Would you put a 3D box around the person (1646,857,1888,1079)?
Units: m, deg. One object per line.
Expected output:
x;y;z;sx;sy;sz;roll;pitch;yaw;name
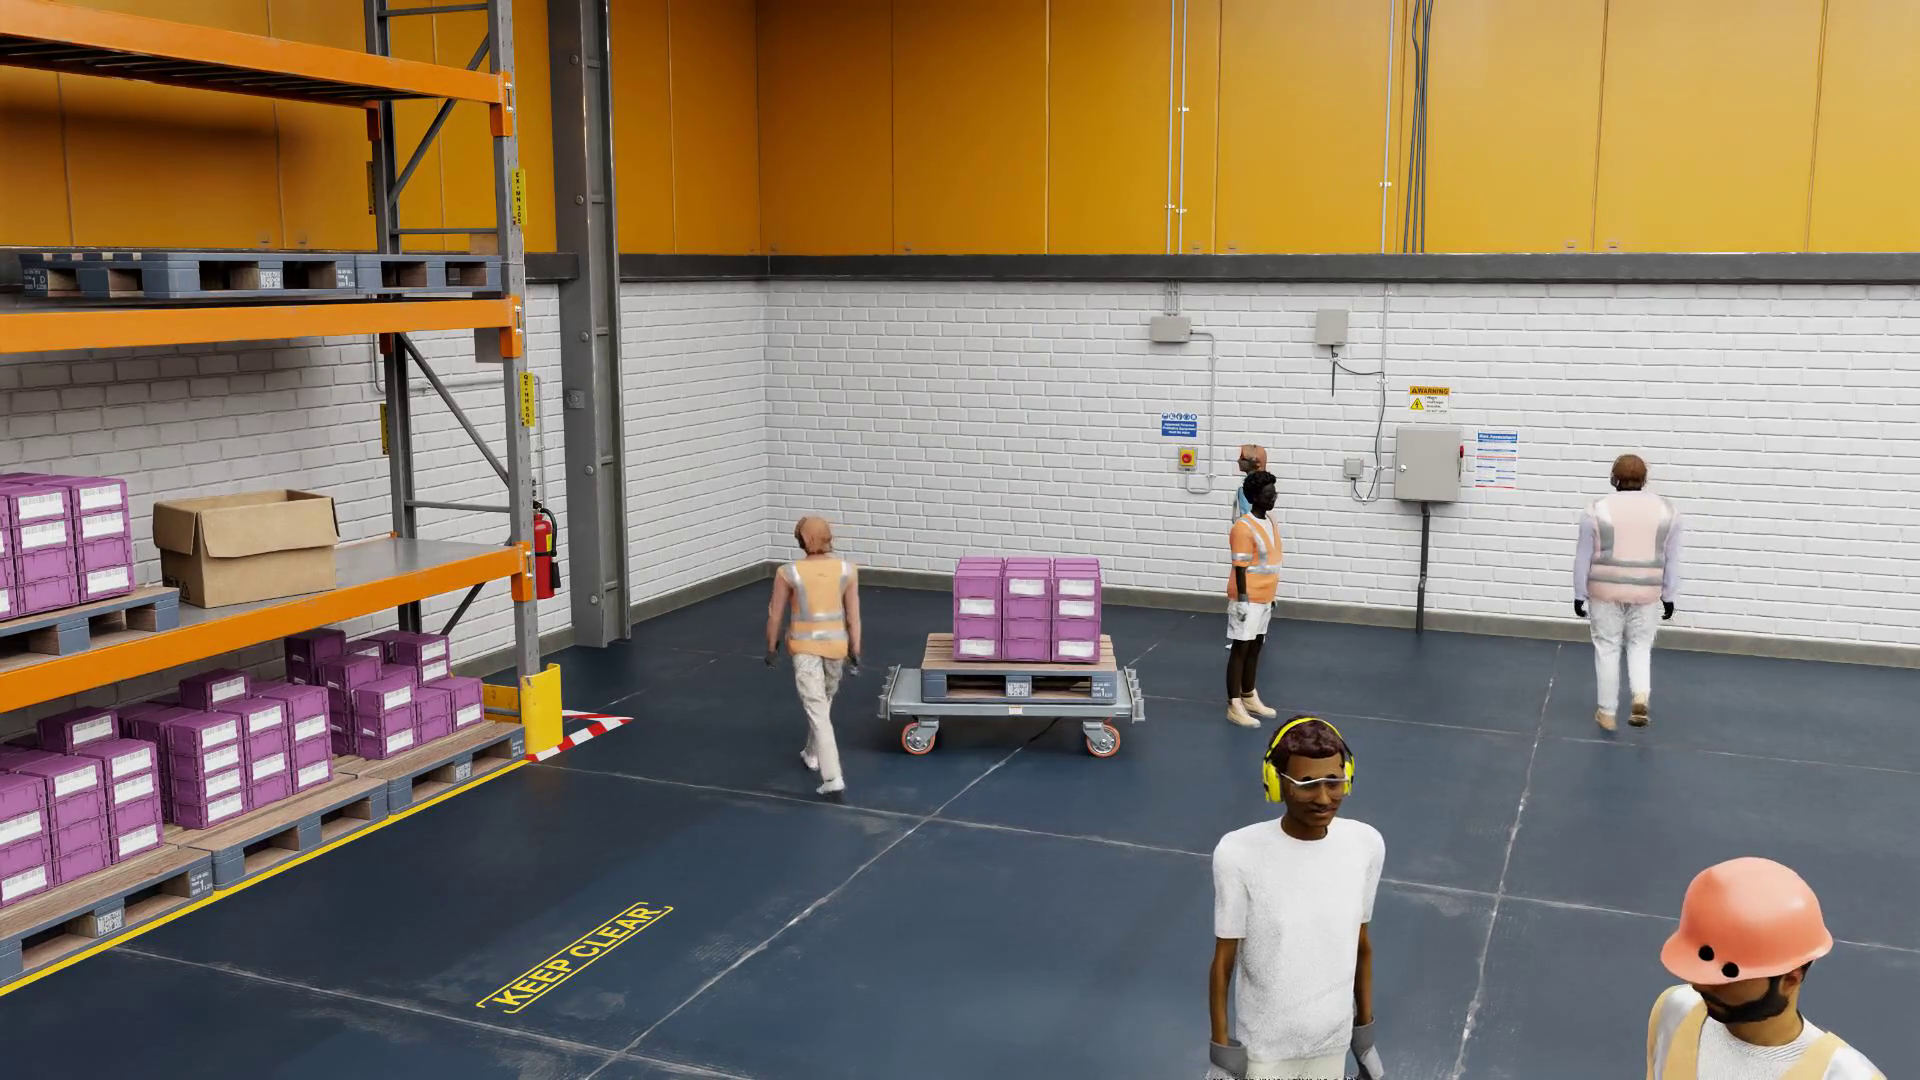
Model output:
1.509;1.543;3.275;0.374;1.928;0.542;-5;11;-28;person

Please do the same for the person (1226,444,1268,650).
2.298;0.055;13.148;0.306;1.645;0.522;5;10;26;person

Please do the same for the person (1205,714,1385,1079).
0.908;1.376;4.479;0.518;1.866;0.323;-3;10;-15;person

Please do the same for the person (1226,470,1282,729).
1.950;0.379;11.024;0.322;1.697;0.535;7;11;35;person

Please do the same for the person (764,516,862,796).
-0.834;0.657;9.681;0.530;1.587;0.888;-4;10;-23;person

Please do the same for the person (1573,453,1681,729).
4.308;0.351;10.790;0.648;1.829;0.482;1;9;7;person
